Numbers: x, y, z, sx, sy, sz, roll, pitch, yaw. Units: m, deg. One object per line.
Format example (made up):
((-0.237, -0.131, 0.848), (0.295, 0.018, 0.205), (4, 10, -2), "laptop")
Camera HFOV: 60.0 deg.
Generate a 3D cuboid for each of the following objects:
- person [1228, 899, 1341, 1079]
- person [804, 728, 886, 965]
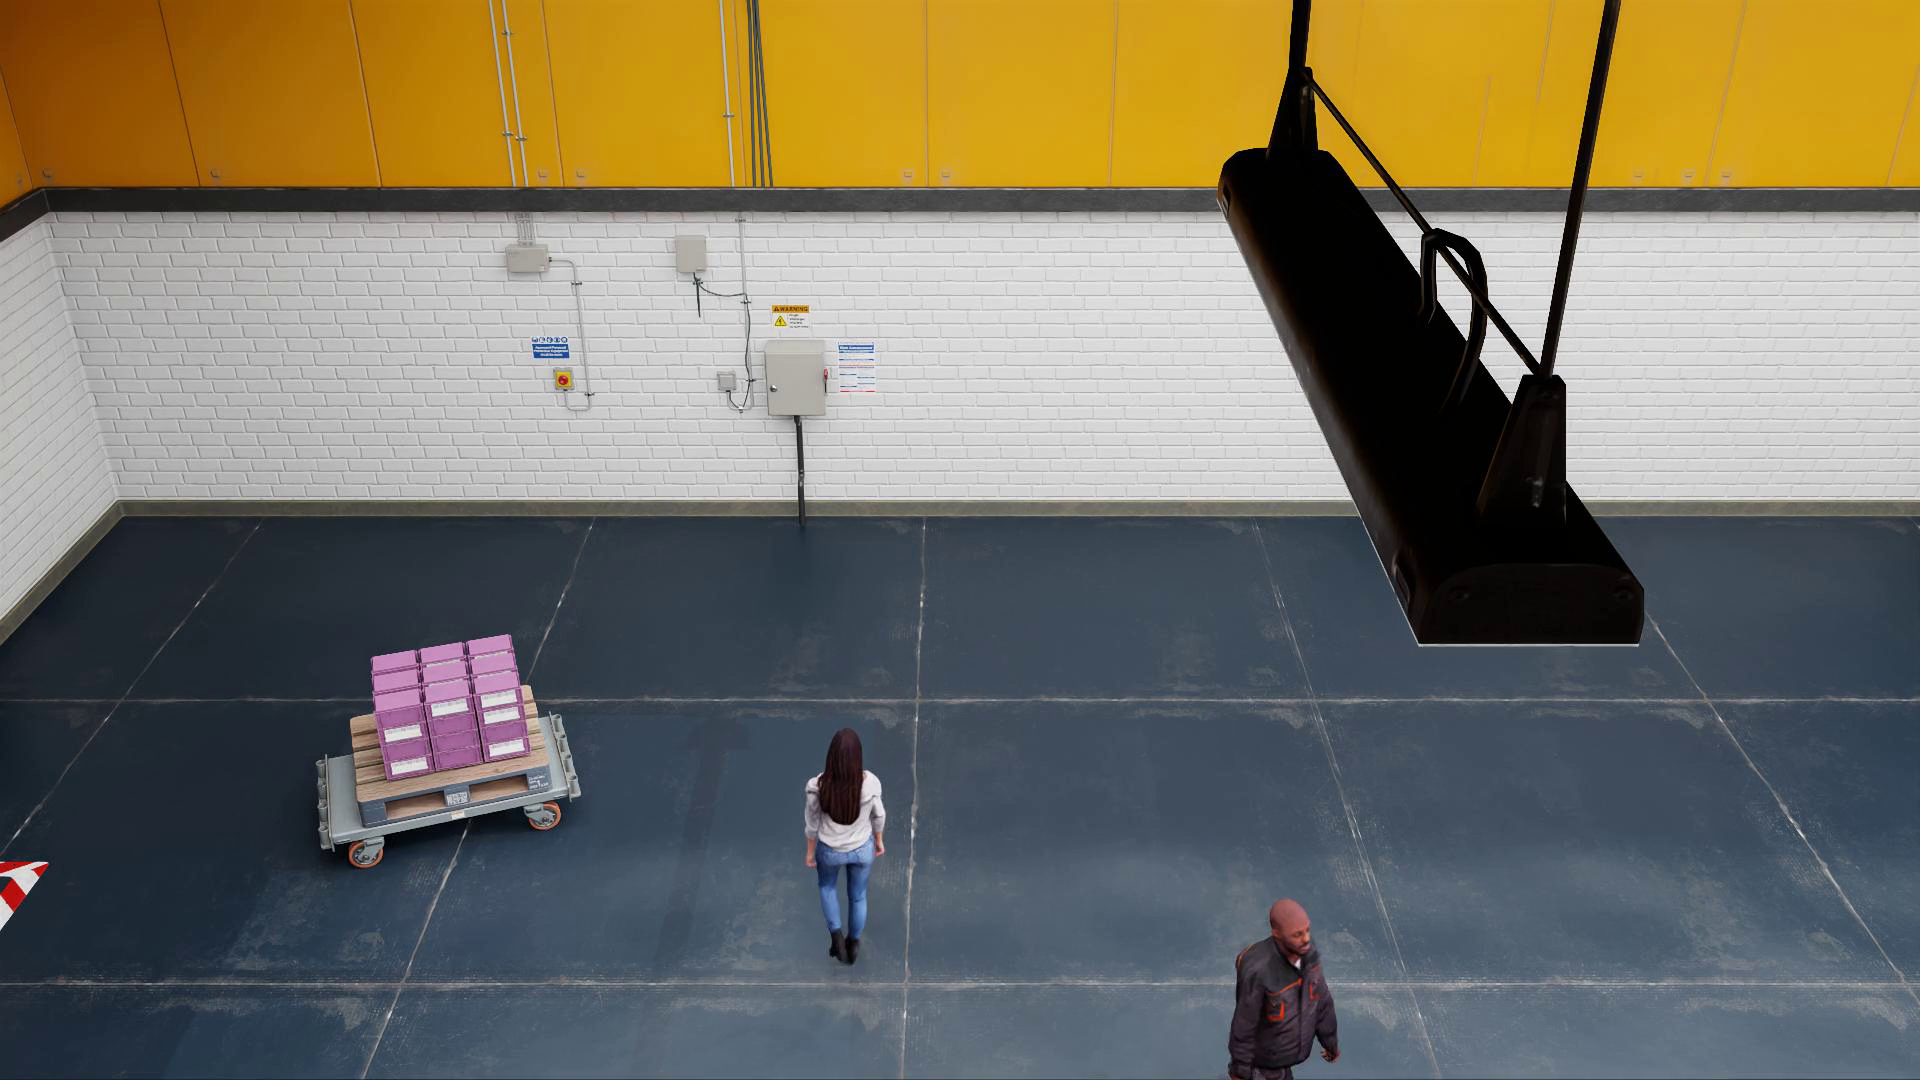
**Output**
((1.492, 2.466, 8.344), (1.242, 1.794, 1.184), (25, 37, 38), "person")
((-0.656, 1.849, 9.657), (0.673, 1.621, 0.644), (-5, 29, -9), "person")
